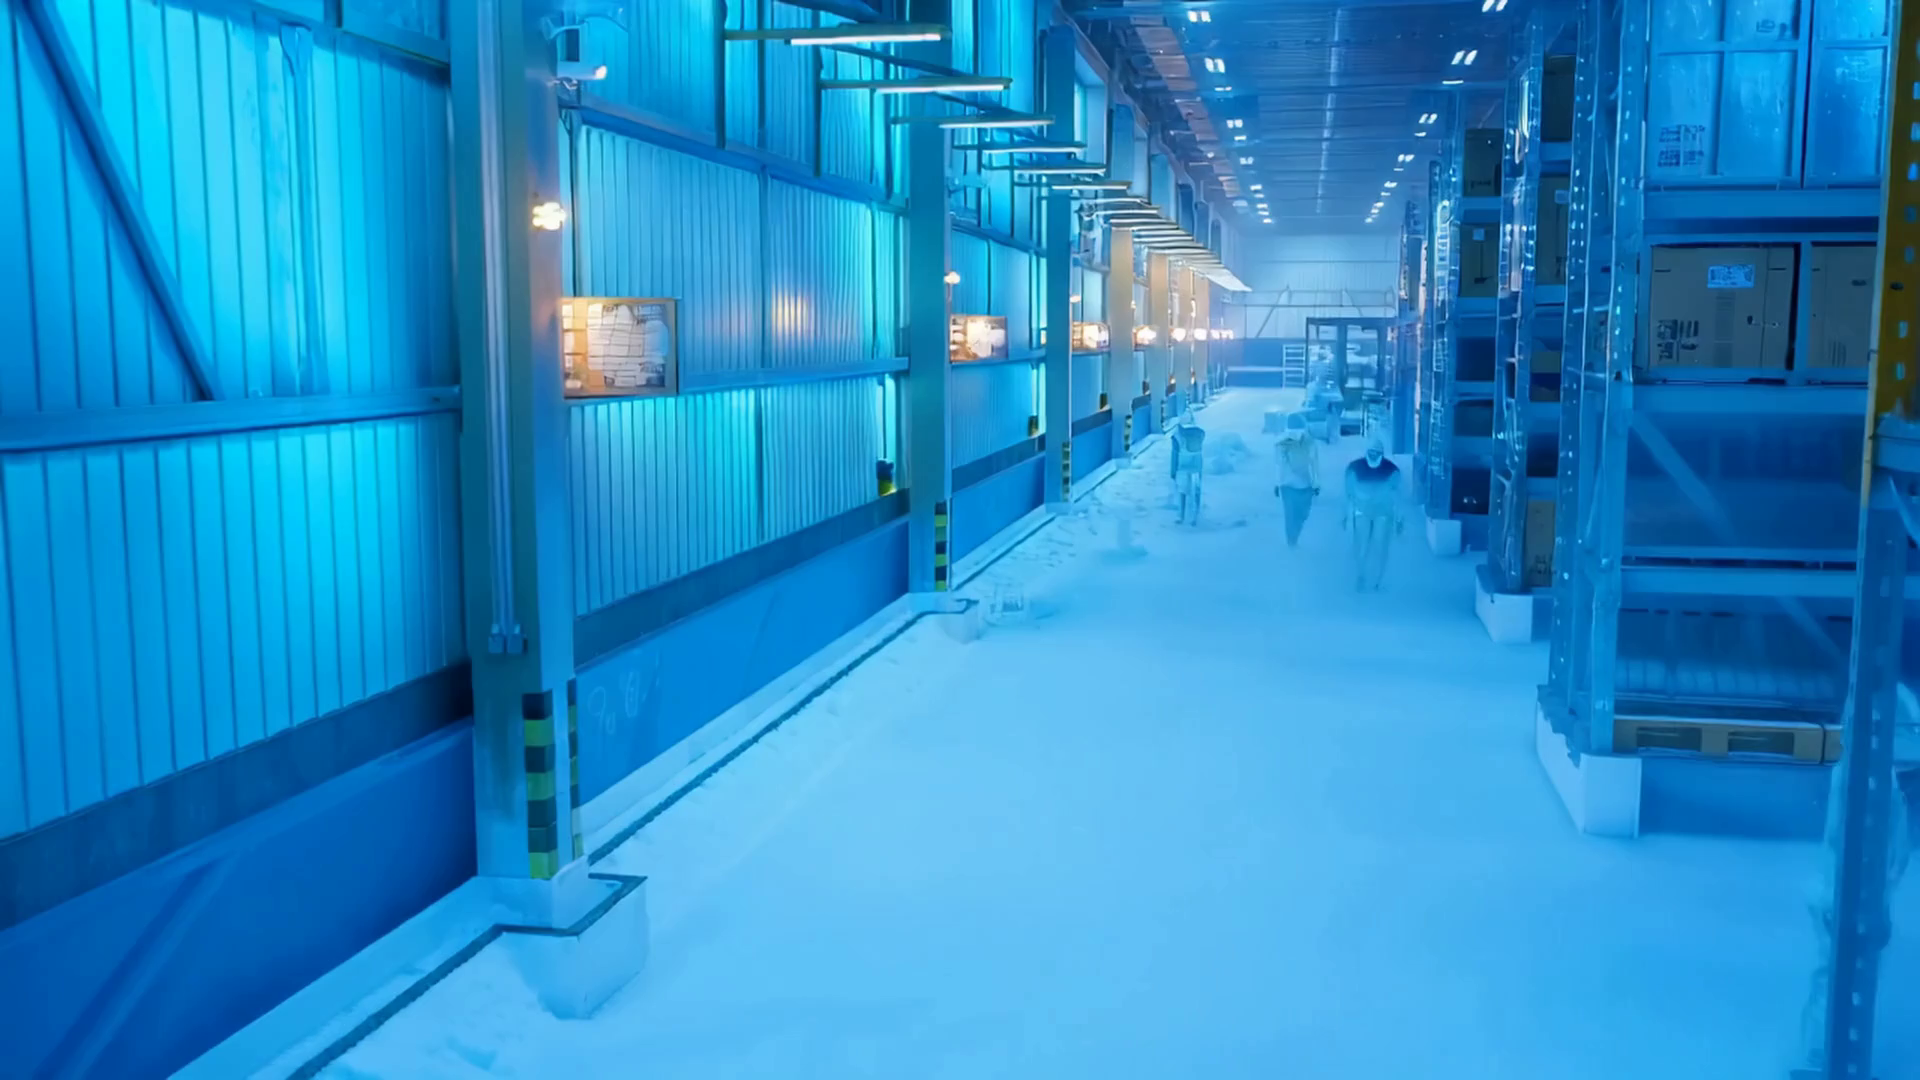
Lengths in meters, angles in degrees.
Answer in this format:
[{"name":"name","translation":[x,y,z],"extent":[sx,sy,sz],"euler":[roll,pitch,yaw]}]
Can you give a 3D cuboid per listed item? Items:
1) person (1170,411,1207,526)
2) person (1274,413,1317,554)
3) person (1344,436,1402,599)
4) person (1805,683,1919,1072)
[{"name":"person","translation":[3.631,-1.142,26.650],"extent":[0.627,1.846,0.429],"euler":[-3,8,-23]},{"name":"person","translation":[4.705,-0.801,23.406],"extent":[0.620,1.975,0.693],"euler":[0,7,-2]},{"name":"person","translation":[4.788,-0.254,19.303],"extent":[0.637,1.903,0.741],"euler":[1,7,7]},{"name":"person","translation":[3.591,1.416,6.577],"extent":[0.322,1.741,0.490],"euler":[1,7,11]}]
